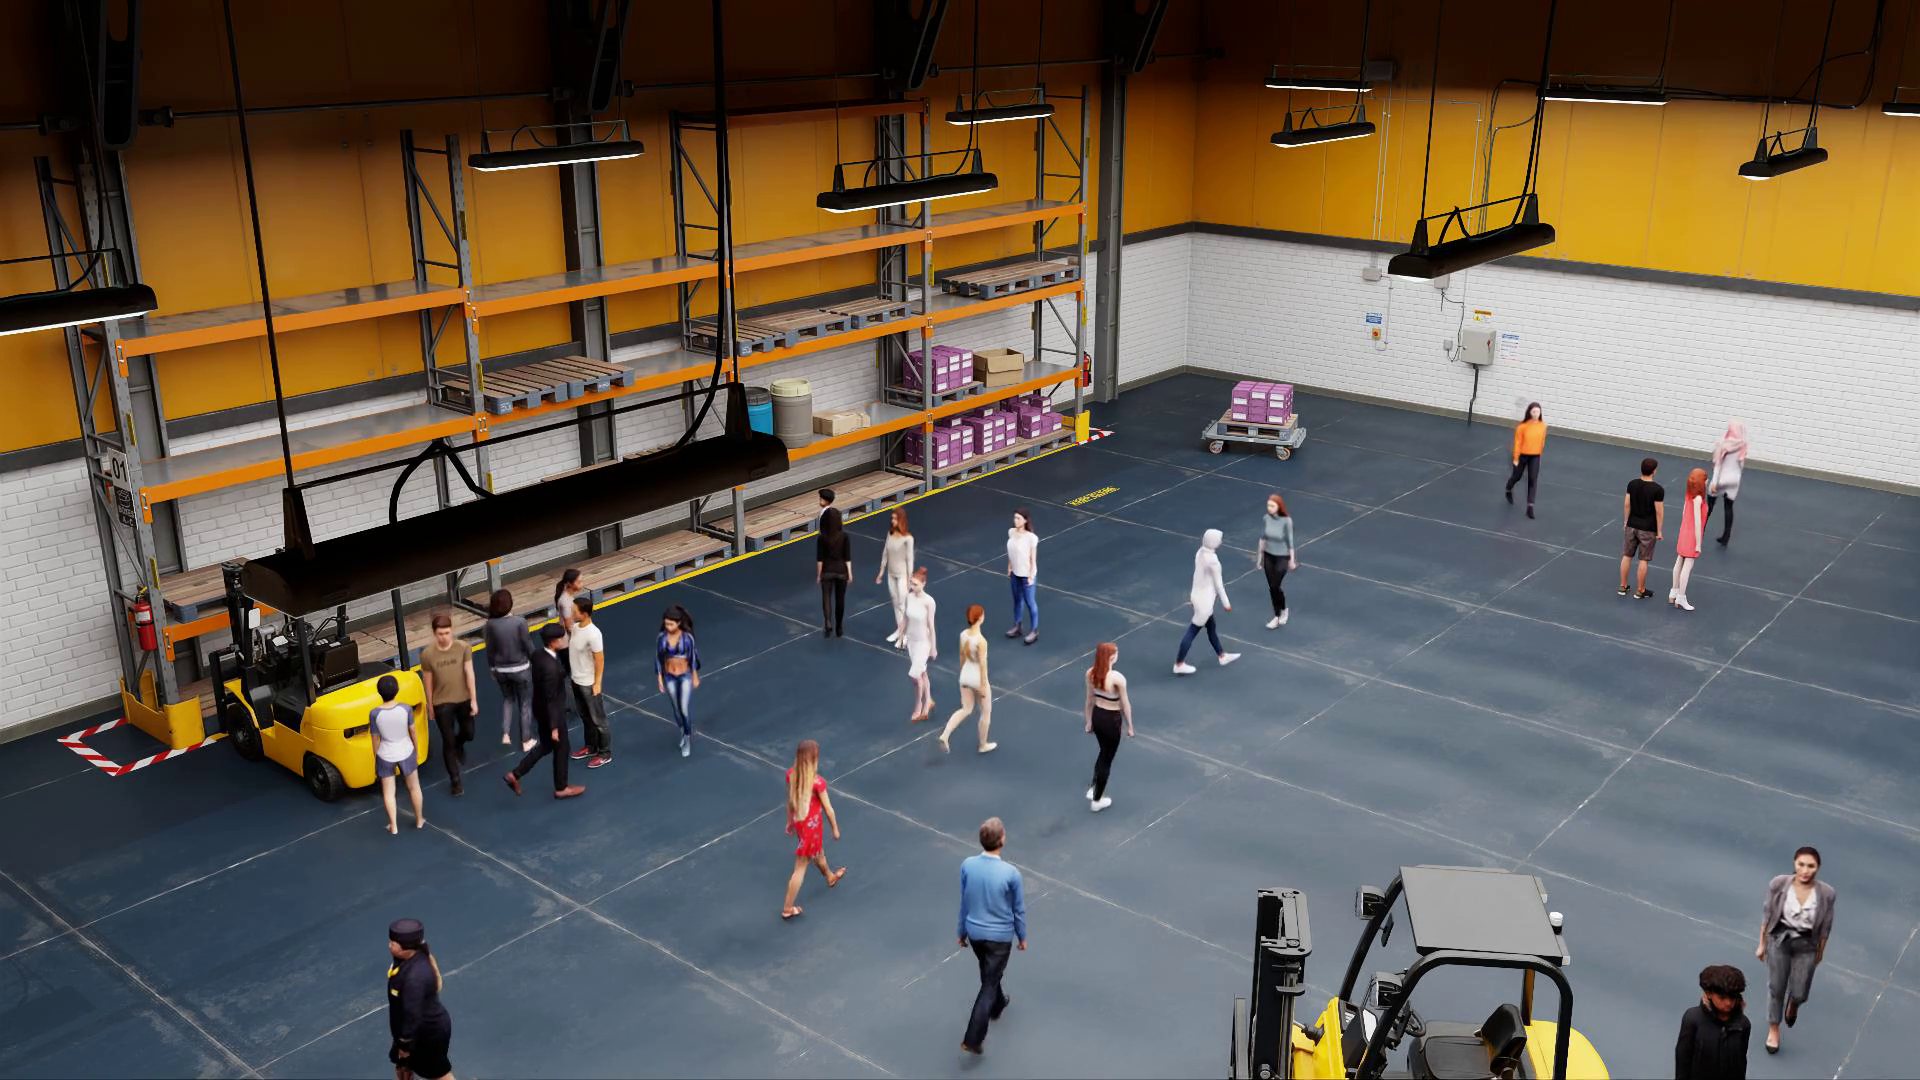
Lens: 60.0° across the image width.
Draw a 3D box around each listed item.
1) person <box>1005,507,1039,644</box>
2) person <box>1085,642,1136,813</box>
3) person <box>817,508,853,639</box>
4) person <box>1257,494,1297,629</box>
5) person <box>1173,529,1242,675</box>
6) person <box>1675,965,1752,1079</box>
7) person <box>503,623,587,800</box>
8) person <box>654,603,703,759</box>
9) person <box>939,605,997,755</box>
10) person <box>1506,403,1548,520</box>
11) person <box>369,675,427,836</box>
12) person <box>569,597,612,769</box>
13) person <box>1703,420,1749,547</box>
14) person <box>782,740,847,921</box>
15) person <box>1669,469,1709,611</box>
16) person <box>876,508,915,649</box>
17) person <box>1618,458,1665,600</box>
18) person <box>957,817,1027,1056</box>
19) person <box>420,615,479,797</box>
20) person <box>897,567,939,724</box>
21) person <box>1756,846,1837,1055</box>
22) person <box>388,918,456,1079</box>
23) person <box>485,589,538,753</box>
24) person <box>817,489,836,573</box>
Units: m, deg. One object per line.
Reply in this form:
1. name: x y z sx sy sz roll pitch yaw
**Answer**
1. person: 0.763 0.415 20.023 0.556 1.678 0.605 -18 25 -42
2. person: 1.336 1.806 15.811 0.615 1.732 0.613 -18 25 -42
3. person: -1.507 0.441 20.026 0.852 1.628 0.922 -1 19 -3
4. person: 3.929 0.241 20.467 0.660 1.725 0.623 -18 25 -42
5. person: 2.684 0.741 18.962 1.148 1.737 1.042 -4 19 -11
6. person: 4.785 3.510 10.672 0.736 1.781 0.791 -1 19 -3
7. person: -4.039 1.678 15.991 1.141 1.858 0.988 -11 21 -29
8. person: -2.891 1.405 17.191 0.776 1.610 0.830 3 19 8
9. person: 0.073 1.470 16.981 0.913 1.620 0.623 -15 24 -37
10. person: 8.444 -1.225 24.855 1.124 1.702 1.208 -1 19 -3
11. person: -5.272 1.987 15.533 0.589 1.565 0.704 -8 20 -24
12. person: -3.762 1.414 16.868 0.571 1.798 0.670 -16 25 -40
13. person: 10.831 -0.771 23.412 1.102 1.762 1.178 -1 19 -4
14. person: -1.341 2.484 14.090 0.614 1.545 1.071 14 23 35
15. person: 9.254 -0.025 21.097 0.721 1.828 0.625 1 19 4
16. person: -0.709 0.412 19.995 0.603 1.701 0.625 -17 25 -41
17. person: 8.788 -0.169 21.470 0.613 1.862 0.692 -17 25 -41
18. person: 0.186 2.951 12.330 0.867 1.783 1.220 9 21 26
19. person: -5.020 1.565 16.368 1.017 1.832 0.938 -9 21 -25
20. person: -0.353 1.112 17.793 0.672 1.780 0.625 -17 25 -41
21. person: 6.178 3.005 12.355 0.689 1.665 0.775 10 21 26
22. person: -3.597 3.340 11.373 1.044 1.656 0.950 -7 20 -20
23. person: -4.618 1.372 17.057 0.794 1.758 0.838 2 19 7
24. person: -1.774 -0.099 22.258 0.627 1.226 0.579 -3 19 -10
